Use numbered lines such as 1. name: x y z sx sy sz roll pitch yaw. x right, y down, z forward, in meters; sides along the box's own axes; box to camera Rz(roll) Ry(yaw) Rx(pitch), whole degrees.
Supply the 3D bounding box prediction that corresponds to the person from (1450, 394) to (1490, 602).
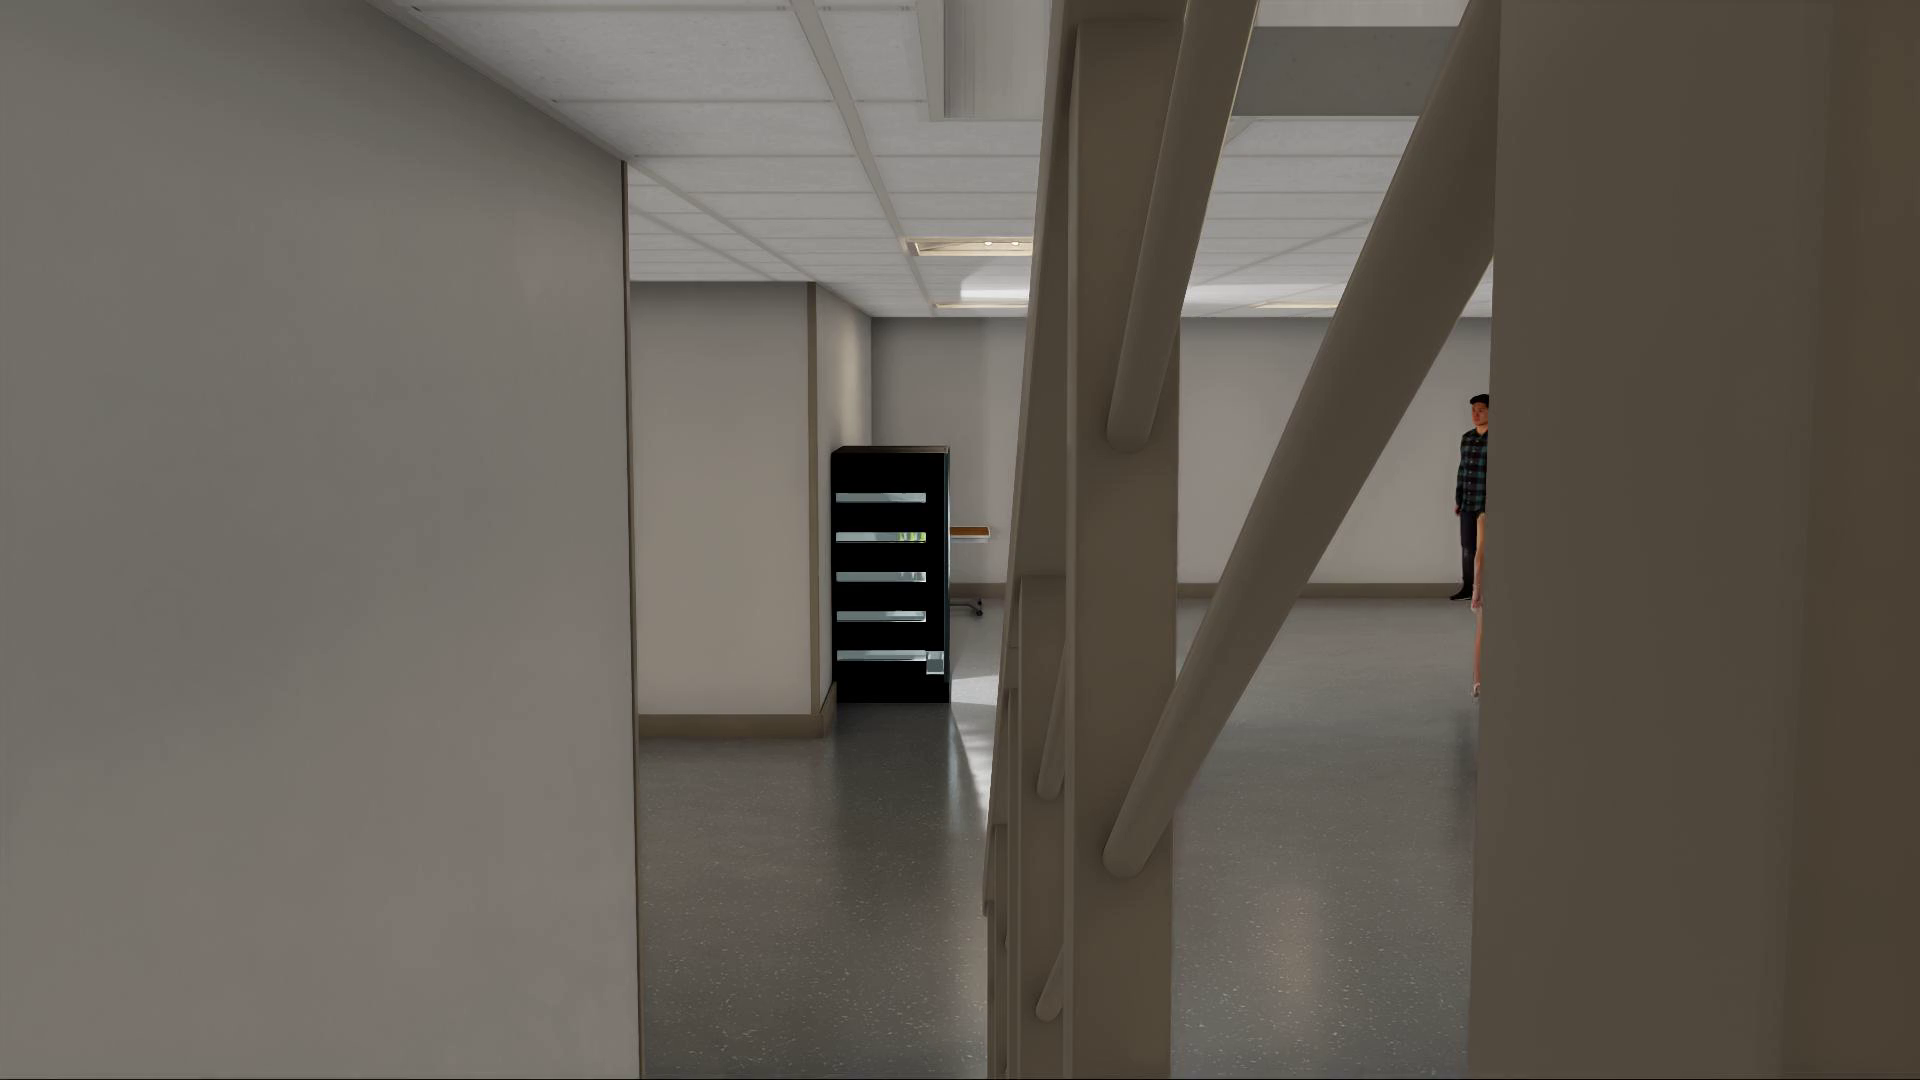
1. person: 4.229 -0.337 13.516 0.786 1.707 0.686 -3 7 -31
